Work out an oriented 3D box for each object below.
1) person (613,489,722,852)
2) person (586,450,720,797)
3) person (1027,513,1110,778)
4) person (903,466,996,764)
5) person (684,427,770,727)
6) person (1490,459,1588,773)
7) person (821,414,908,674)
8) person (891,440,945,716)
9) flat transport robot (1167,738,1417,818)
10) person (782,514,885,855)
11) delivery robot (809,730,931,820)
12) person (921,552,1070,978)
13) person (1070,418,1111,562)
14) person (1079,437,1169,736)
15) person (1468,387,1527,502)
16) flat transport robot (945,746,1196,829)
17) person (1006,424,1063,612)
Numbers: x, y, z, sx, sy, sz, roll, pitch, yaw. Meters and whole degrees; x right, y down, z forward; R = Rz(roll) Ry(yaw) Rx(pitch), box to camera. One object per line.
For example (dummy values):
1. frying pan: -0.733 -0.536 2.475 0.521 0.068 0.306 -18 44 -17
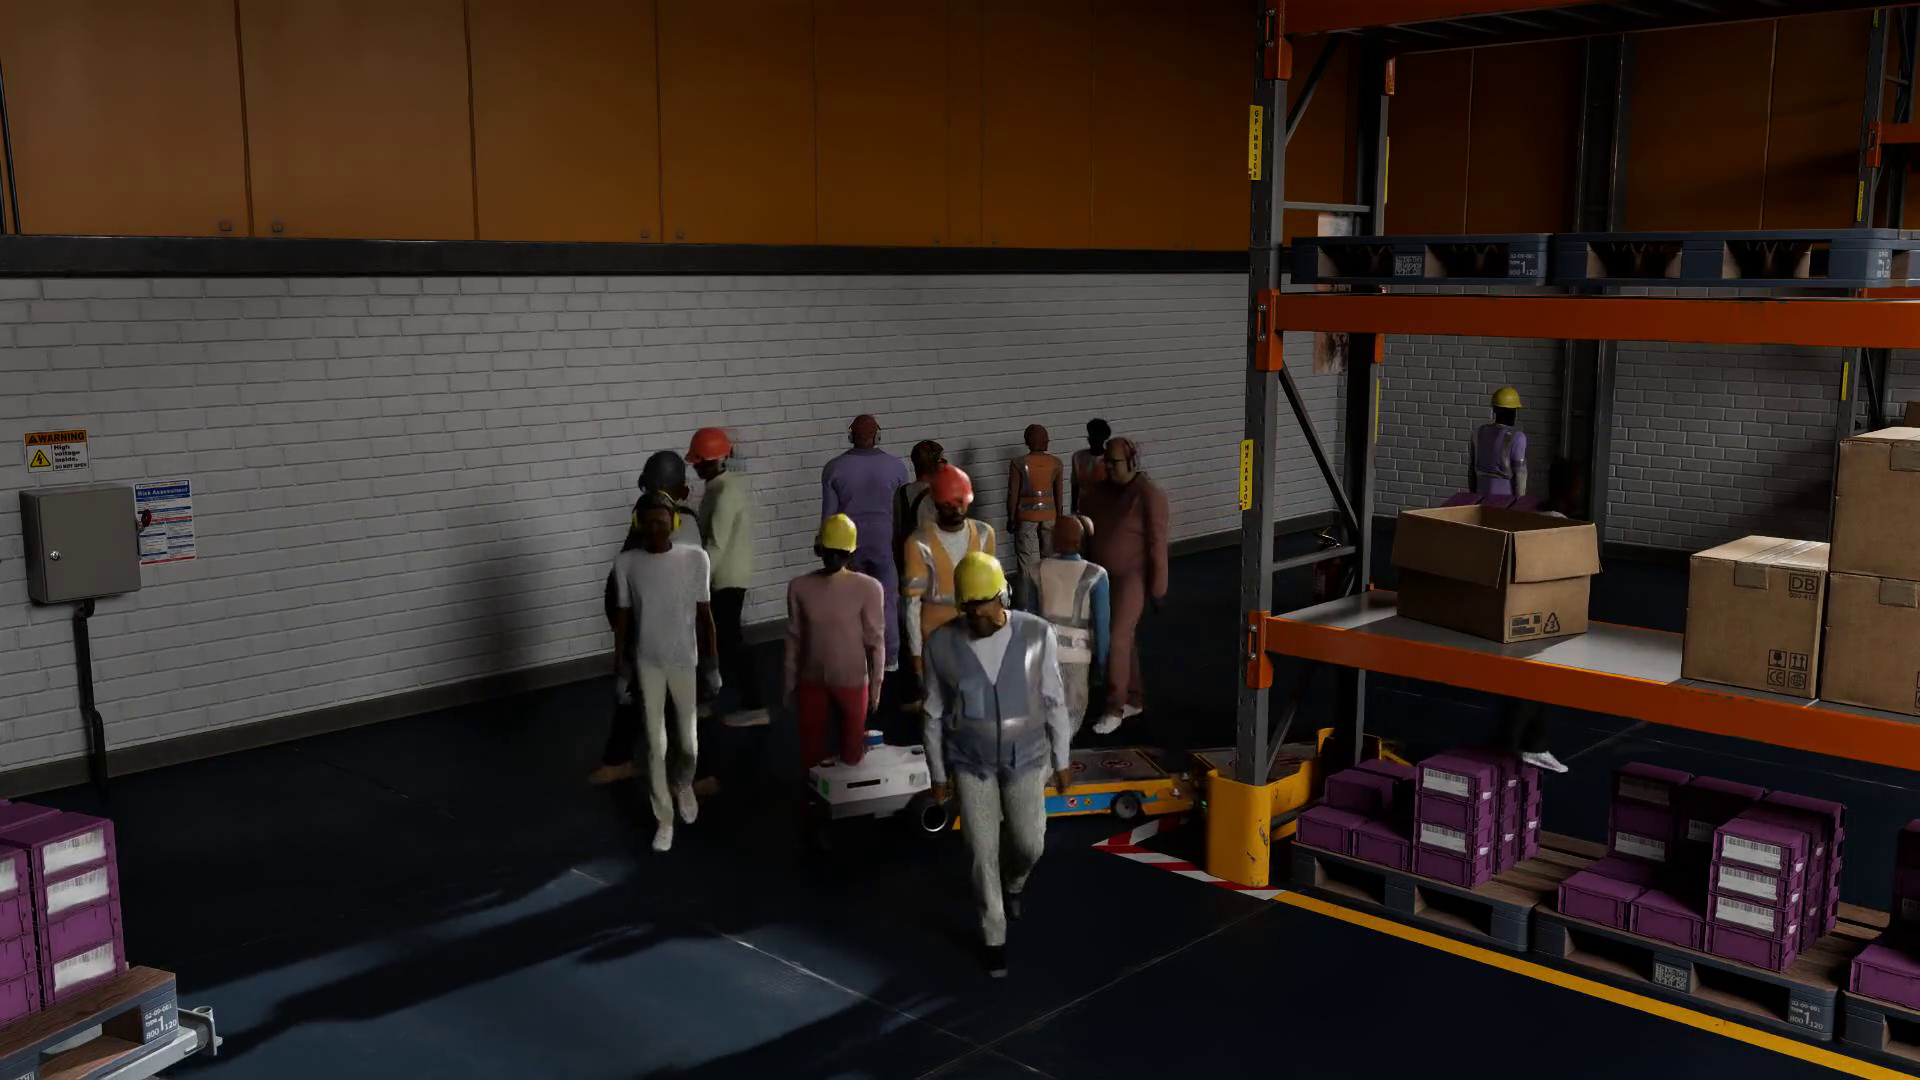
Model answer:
1. person: -1.503 0.648 8.510 0.558 1.853 0.444 -1 9 -4
2. person: -1.728 0.429 9.284 0.661 2.000 0.734 -3 10 -20
3. person: 0.533 0.666 9.152 0.530 1.606 0.753 6 11 34
4. person: -0.019 0.532 9.113 0.572 1.885 0.936 -3 10 -18
5. person: -1.528 0.253 10.607 0.651 1.956 0.644 -3 10 -19
6. person: 3.304 0.463 9.622 0.617 1.865 0.617 -1 9 -3
7. person: -0.687 0.037 12.097 0.644 1.907 0.400 -1 9 -7
8. person: -0.217 0.265 10.881 0.516 1.844 0.332 8 13 42
9. flat transport robot: 1.925 1.316 9.256 1.431 0.197 0.652 -2 10 -12
10. person: -0.625 0.704 8.526 0.554 1.743 0.591 3 10 15
11. delivery robot: -0.449 1.231 8.623 0.707 0.478 0.477 -4 10 -25
12. person: 0.143 0.910 7.063 0.624 1.806 0.576 -1 9 -4
13. person: 1.249 -0.254 14.569 0.544 1.673 0.551 6 11 35
14. person: 0.944 0.285 10.643 0.788 1.877 0.664 -7 12 -38
15. person: 4.697 -0.368 14.511 0.381 1.928 0.587 -5 11 -30
16. flat transport robot: 0.509 1.341 9.103 1.431 0.197 0.652 -2 10 -12
17. person: 0.647 -0.172 14.224 0.518 1.633 0.311 -3 10 -20
